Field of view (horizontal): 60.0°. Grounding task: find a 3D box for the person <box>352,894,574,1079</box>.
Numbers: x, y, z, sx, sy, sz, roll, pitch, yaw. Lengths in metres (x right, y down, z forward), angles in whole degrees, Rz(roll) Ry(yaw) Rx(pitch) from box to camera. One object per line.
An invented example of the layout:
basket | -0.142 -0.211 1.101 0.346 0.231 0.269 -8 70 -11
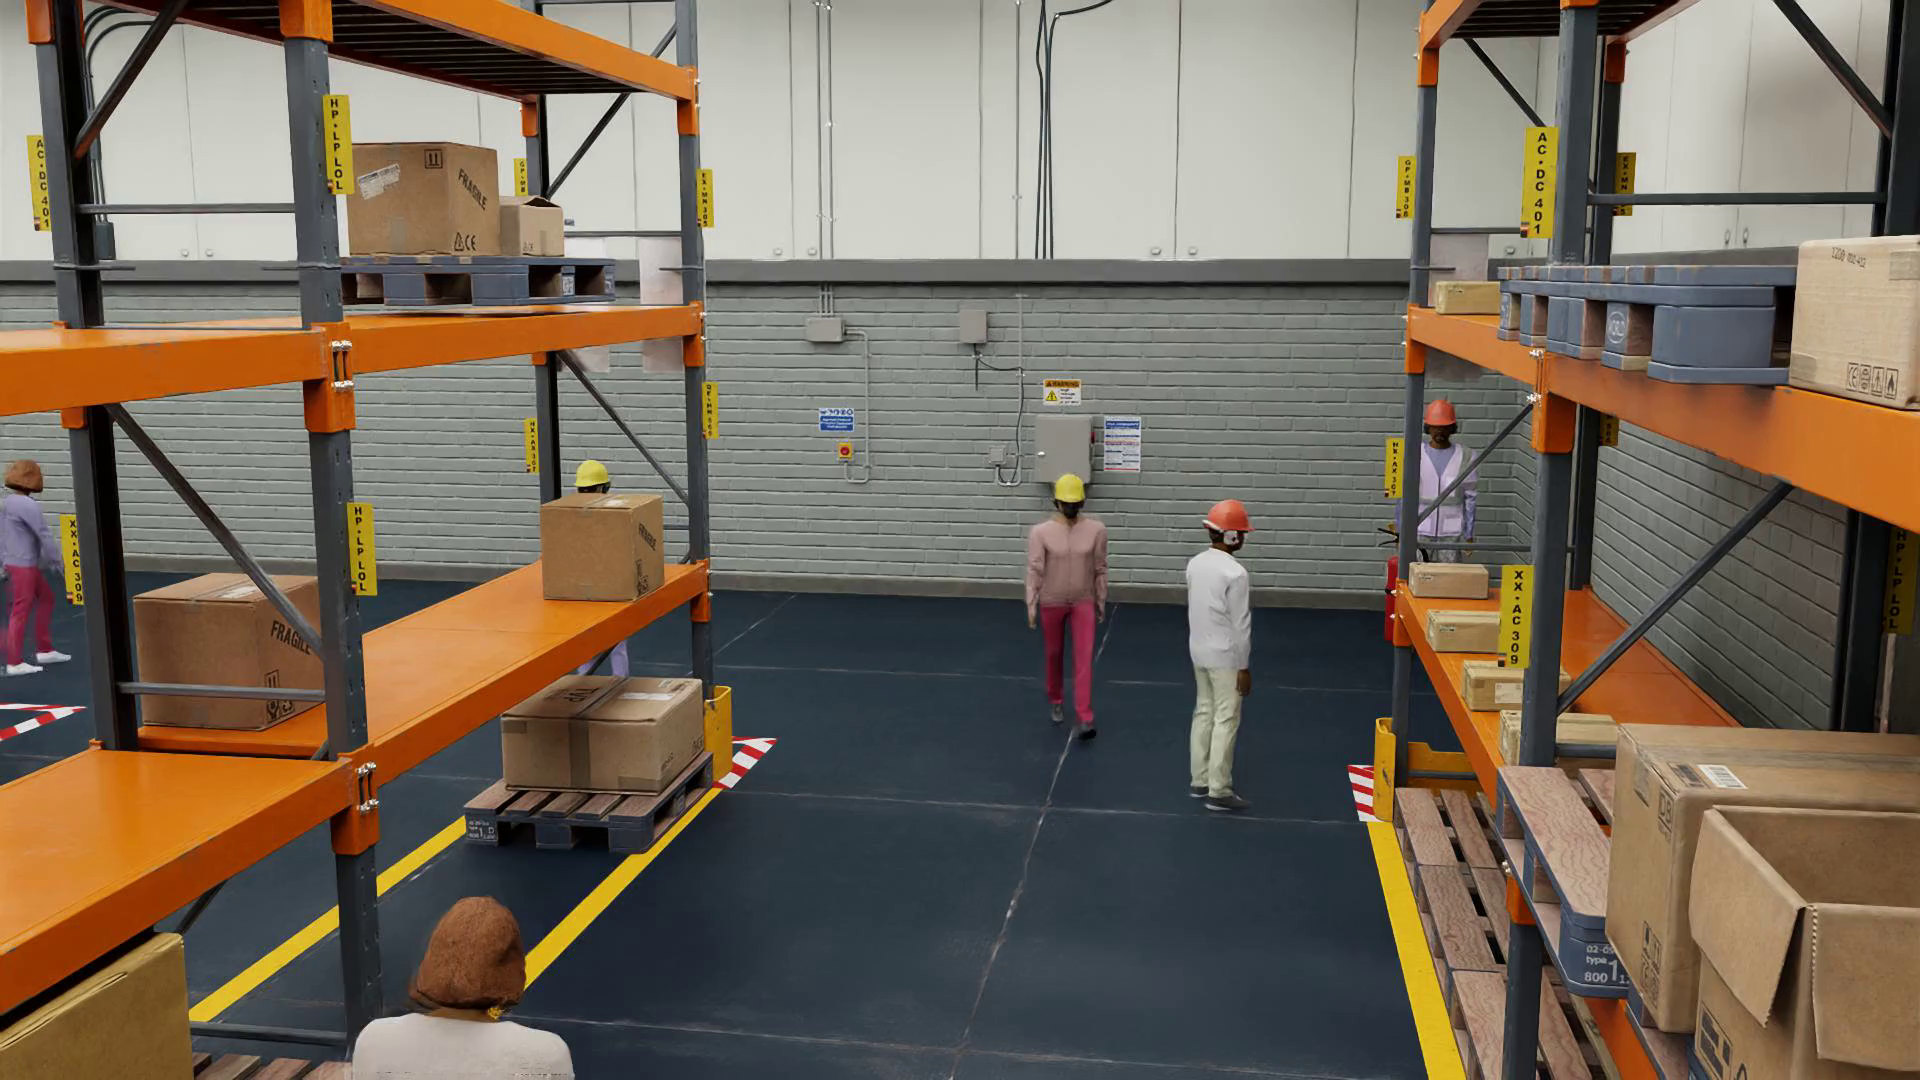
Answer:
person | -1.131 1.610 3.898 0.528 1.597 0.694 1 9 5

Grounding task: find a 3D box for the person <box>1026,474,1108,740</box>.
person | 0.703 0.425 10.860 0.551 1.712 0.918 -1 9 -4

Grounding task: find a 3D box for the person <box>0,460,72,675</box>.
person | -6.990 0.198 12.591 0.640 1.608 0.511 -9 13 -43

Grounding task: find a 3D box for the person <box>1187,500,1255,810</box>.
person | 1.493 0.640 9.434 0.343 1.751 0.568 -3 10 -20

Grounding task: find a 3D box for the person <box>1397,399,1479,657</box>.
person | 3.722 -0.081 12.991 0.609 2.043 0.397 2 9 11

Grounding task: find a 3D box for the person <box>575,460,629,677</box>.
person | -2.453 0.335 11.275 0.526 1.768 0.331 2 9 11
